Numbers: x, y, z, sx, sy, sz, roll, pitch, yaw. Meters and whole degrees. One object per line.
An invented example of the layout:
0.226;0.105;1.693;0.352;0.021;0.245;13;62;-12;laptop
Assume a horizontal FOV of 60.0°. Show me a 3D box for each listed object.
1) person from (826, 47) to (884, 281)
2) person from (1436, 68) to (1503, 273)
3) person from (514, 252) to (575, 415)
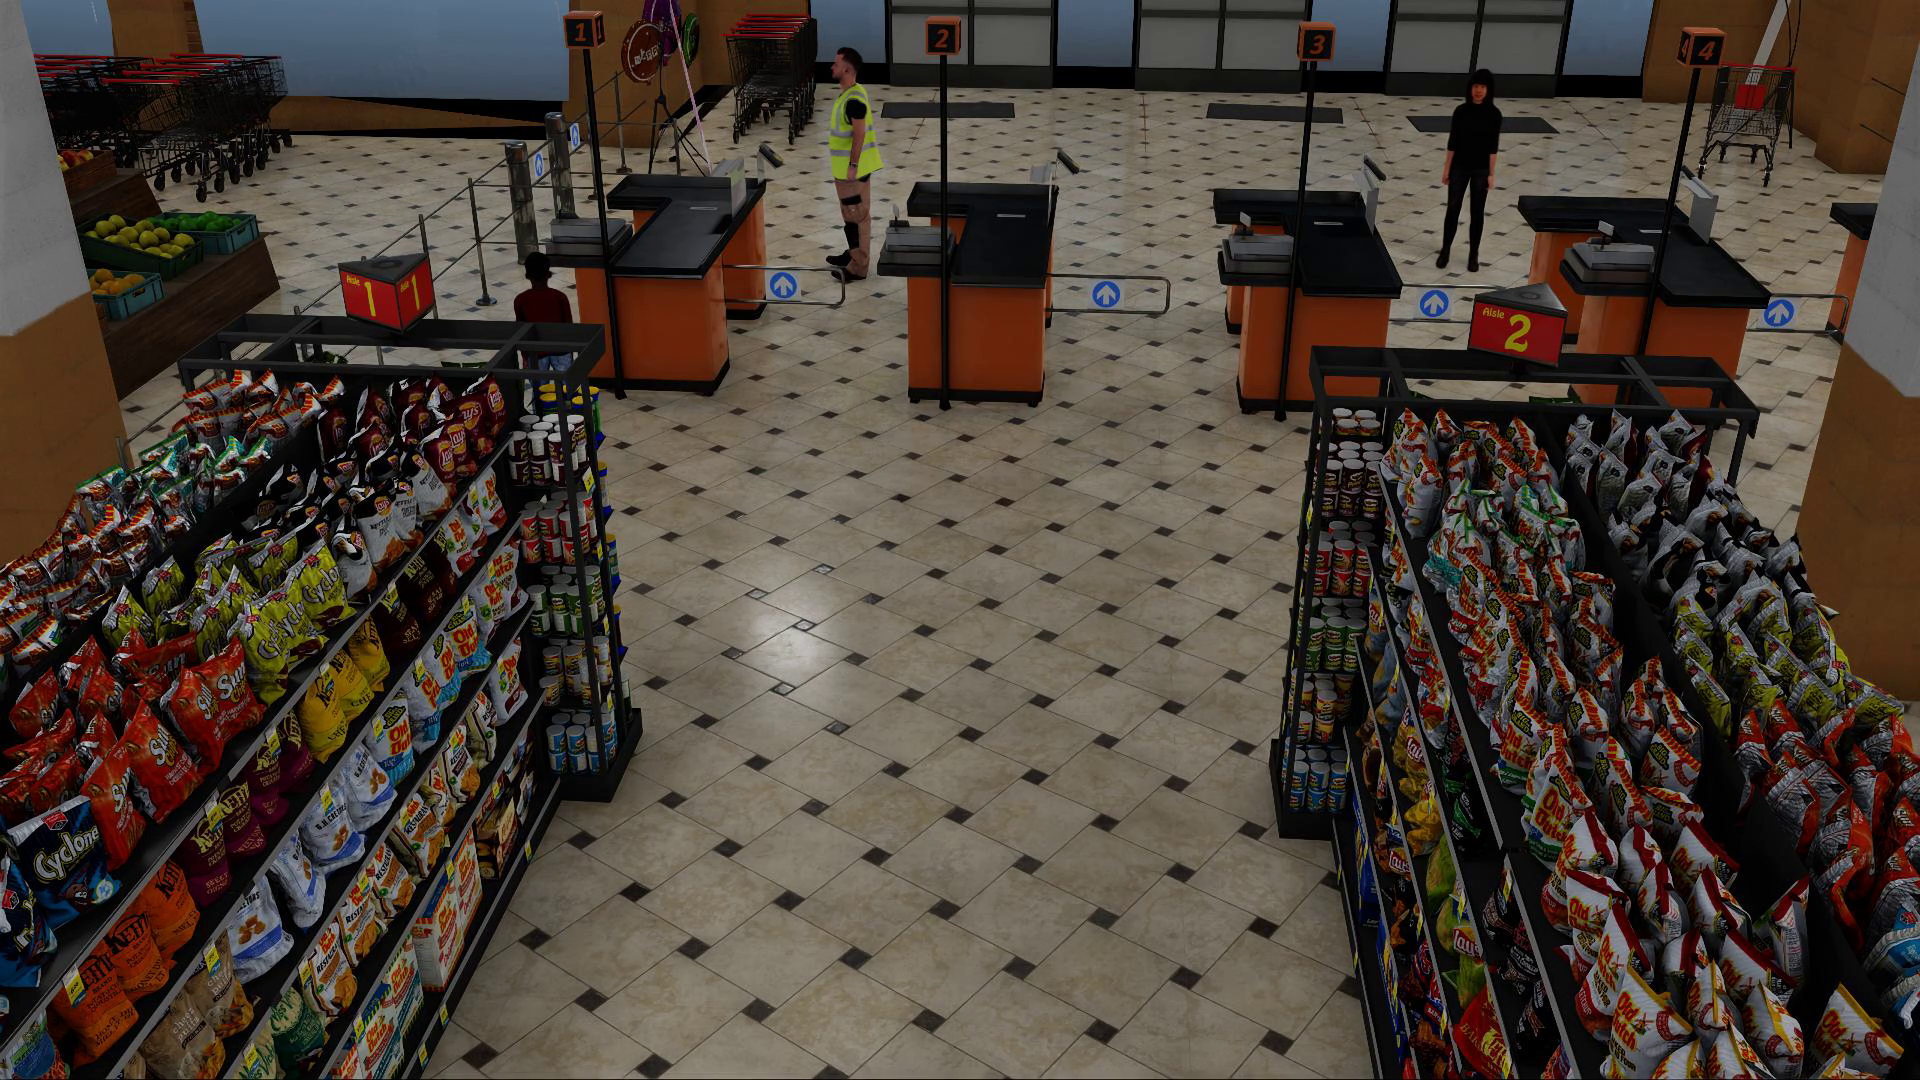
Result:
-0.882;-3.043;13.433;0.809;1.847;0.714;-3;27;-5;person
4.200;-3.047;13.672;0.625;1.638;0.606;11;29;21;person
-2.583;-1.190;10.436;0.557;1.253;0.574;-7;28;-14;person
